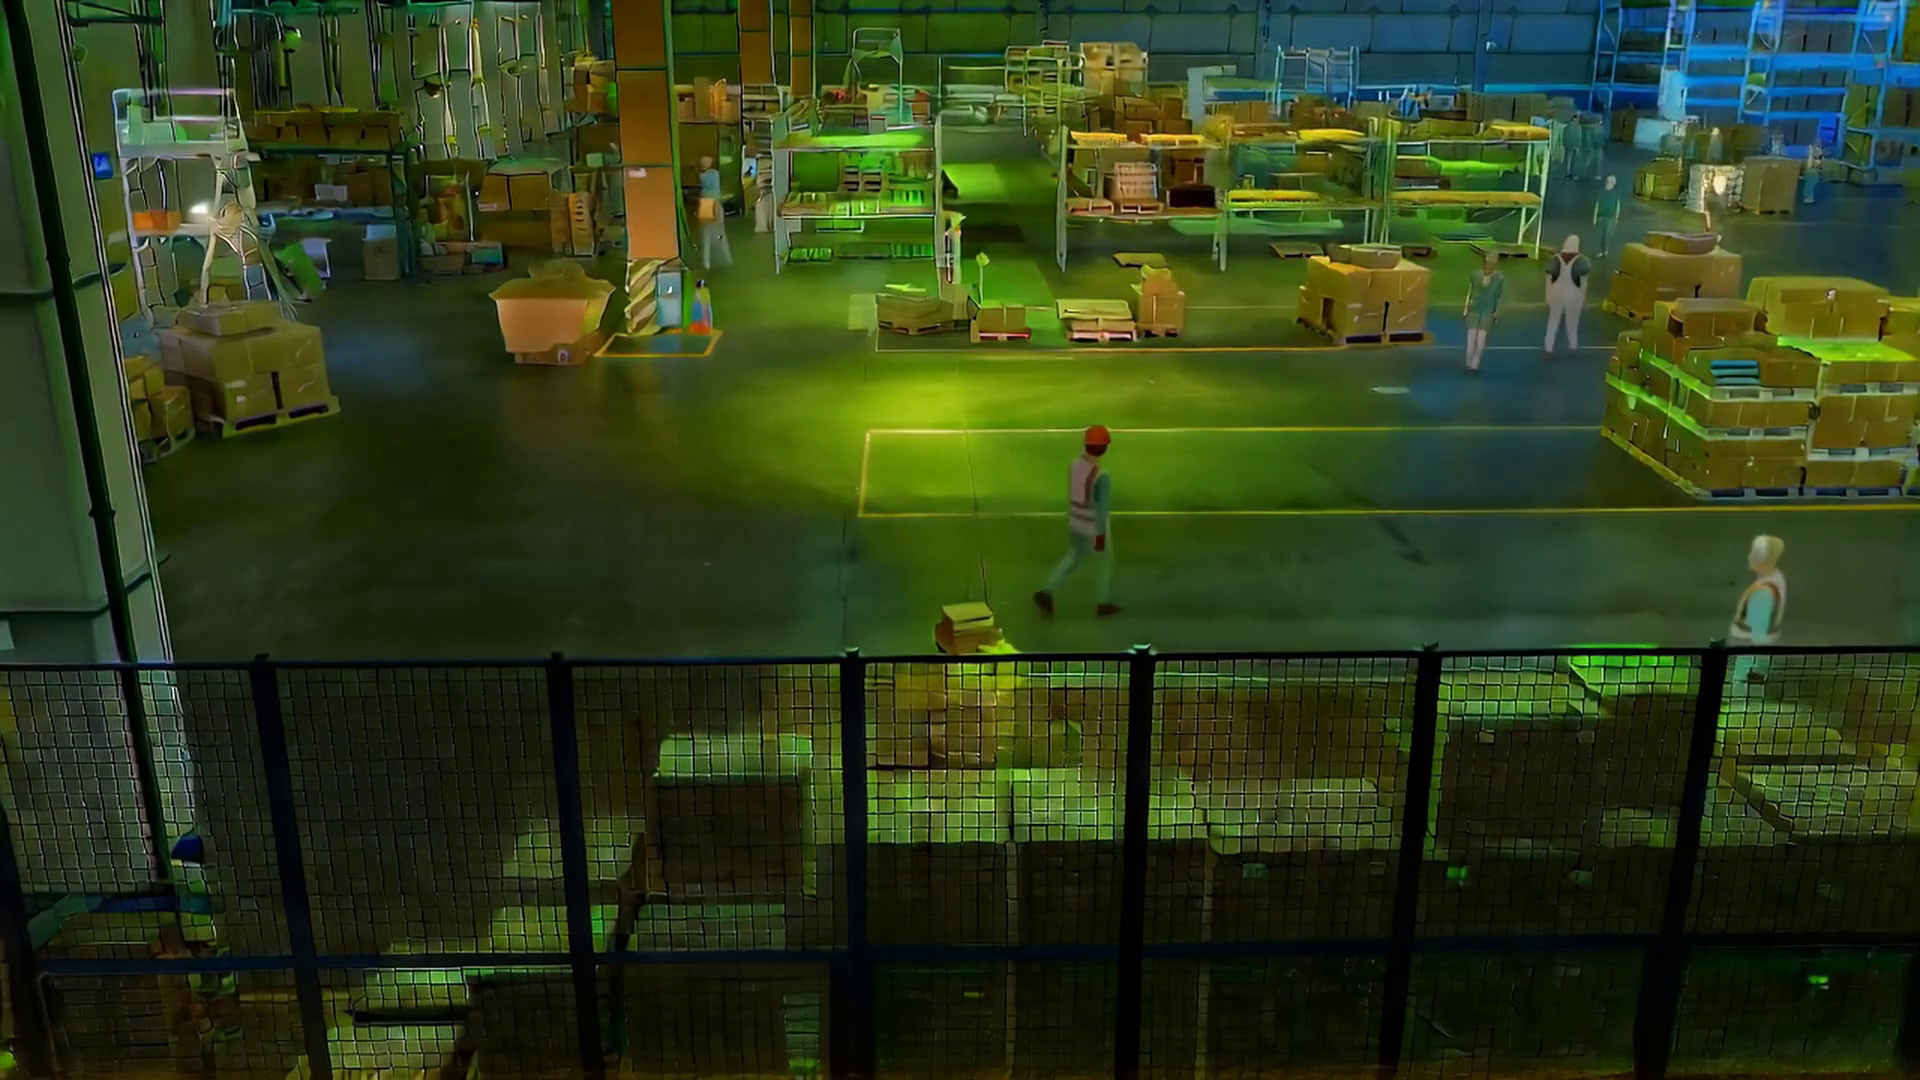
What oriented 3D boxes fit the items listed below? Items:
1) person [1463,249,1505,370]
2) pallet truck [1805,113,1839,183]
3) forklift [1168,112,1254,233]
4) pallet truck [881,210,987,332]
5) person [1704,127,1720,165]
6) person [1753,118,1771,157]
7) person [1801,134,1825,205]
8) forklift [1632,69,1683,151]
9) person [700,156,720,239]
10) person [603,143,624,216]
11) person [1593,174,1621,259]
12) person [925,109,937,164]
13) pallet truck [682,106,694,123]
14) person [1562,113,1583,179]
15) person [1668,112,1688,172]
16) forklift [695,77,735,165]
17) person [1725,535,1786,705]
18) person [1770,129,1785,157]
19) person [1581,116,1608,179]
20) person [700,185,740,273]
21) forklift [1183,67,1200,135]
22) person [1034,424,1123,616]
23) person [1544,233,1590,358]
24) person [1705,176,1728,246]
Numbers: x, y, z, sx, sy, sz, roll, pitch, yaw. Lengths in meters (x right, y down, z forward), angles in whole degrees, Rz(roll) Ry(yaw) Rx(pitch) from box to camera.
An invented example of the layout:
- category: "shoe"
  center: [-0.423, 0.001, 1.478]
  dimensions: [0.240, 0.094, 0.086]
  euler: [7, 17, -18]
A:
- category: "person"
  center: [8.208, -3.624, 26.111]
  dimensions: [0.577, 1.913, 0.454]
  euler: [7, 20, 19]
- category: "pallet truck"
  center: [26.403, -11.957, 50.702]
  dimensions: [0.823, 1.965, 1.885]
  euler: [6, 19, 16]
- category: "forklift"
  center: [6.129, -8.927, 40.354]
  dimensions: [1.873, 2.768, 1.129]
  euler: [-4, 19, -11]
- category: "pallet truck"
  center: [-0.493, -4.759, 29.349]
  dimensions: [1.885, 1.965, 0.823]
  euler: [-13, 23, -34]
- category: "person"
  center: [22.681, -11.604, 50.175]
  dimensions: [0.542, 1.649, 0.864]
  euler: [-15, 24, -38]
- category: "person"
  center: [24.425, -11.824, 50.487]
  dimensions: [0.952, 1.888, 0.618]
  euler: [3, 19, 9]
- category: "person"
  center: [23.349, -10.151, 45.538]
  dimensions: [0.607, 1.915, 0.445]
  euler: [-12, 22, -31]
- category: "forklift"
  center: [25.330, -15.379, 59.495]
  dimensions: [1.873, 2.768, 1.129]
  euler: [-1, 19, -1]
- category: "person"
  center: [-5.909, -8.087, 39.326]
  dimensions: [0.364, 1.930, 0.588]
  euler: [13, 22, 33]
- category: "person"
  center: [-8.929, -9.301, 42.993]
  dimensions: [0.597, 1.889, 0.889]
  euler: [-11, 21, -29]
- category: "person"
  center: [14.192, -7.073, 36.476]
  dimensions: [0.574, 1.826, 0.868]
  euler: [5, 19, 13]
- category: "person"
  center: [-0.936, -13.086, 54.219]
  dimensions: [0.455, 1.894, 0.783]
  euler: [-12, 22, -31]
- category: "pallet truck"
  center: [-9.671, -15.907, 62.421]
  dimensions: [0.823, 1.965, 1.885]
  euler: [5, 19, 15]
- category: "person"
  center: [18.897, -12.150, 51.278]
  dimensions: [0.611, 1.995, 0.376]
  euler: [-7, 20, -19]
- category: "person"
  center: [23.043, -12.769, 53.301]
  dimensions: [0.565, 1.881, 1.012]
  euler: [-4, 19, -12]
- category: "forklift"
  center: [-8.481, -13.870, 55.019]
  dimensions: [1.873, 2.768, 1.129]
  euler: [-1, 19, -1]
- category: "person"
  center: [6.217, 0.860, 12.884]
  dimensions: [0.618, 1.866, 0.582]
  euler: [11, 22, 30]
- category: "person"
  center: [24.453, -11.470, 49.811]
  dimensions: [0.310, 1.640, 0.514]
  euler: [-5, 19, -14]
- category: "person"
  center: [19.636, -12.132, 51.354]
  dimensions: [0.634, 1.924, 0.636]
  euler: [-10, 21, -28]
- category: "person"
  center: [-5.115, -6.570, 35.033]
  dimensions: [0.631, 1.785, 0.970]
  euler: [10, 21, 28]
- category: "forklift"
  center: [8.517, -15.885, 60.997]
  dimensions: [1.873, 2.768, 1.129]
  euler: [-1, 19, -1]
- category: "person"
  center: [1.160, -0.159, 15.833]
  dimensions: [0.850, 1.920, 0.616]
  euler: [-10, 21, -27]
- category: "person"
  center: [9.871, -4.027, 27.112]
  dimensions: [0.700, 2.000, 1.028]
  euler: [12, 22, 31]
- category: "person"
  center: [16.154, -6.838, 35.628]
  dimensions: [0.646, 1.924, 0.442]
  euler: [-11, 21, -29]
